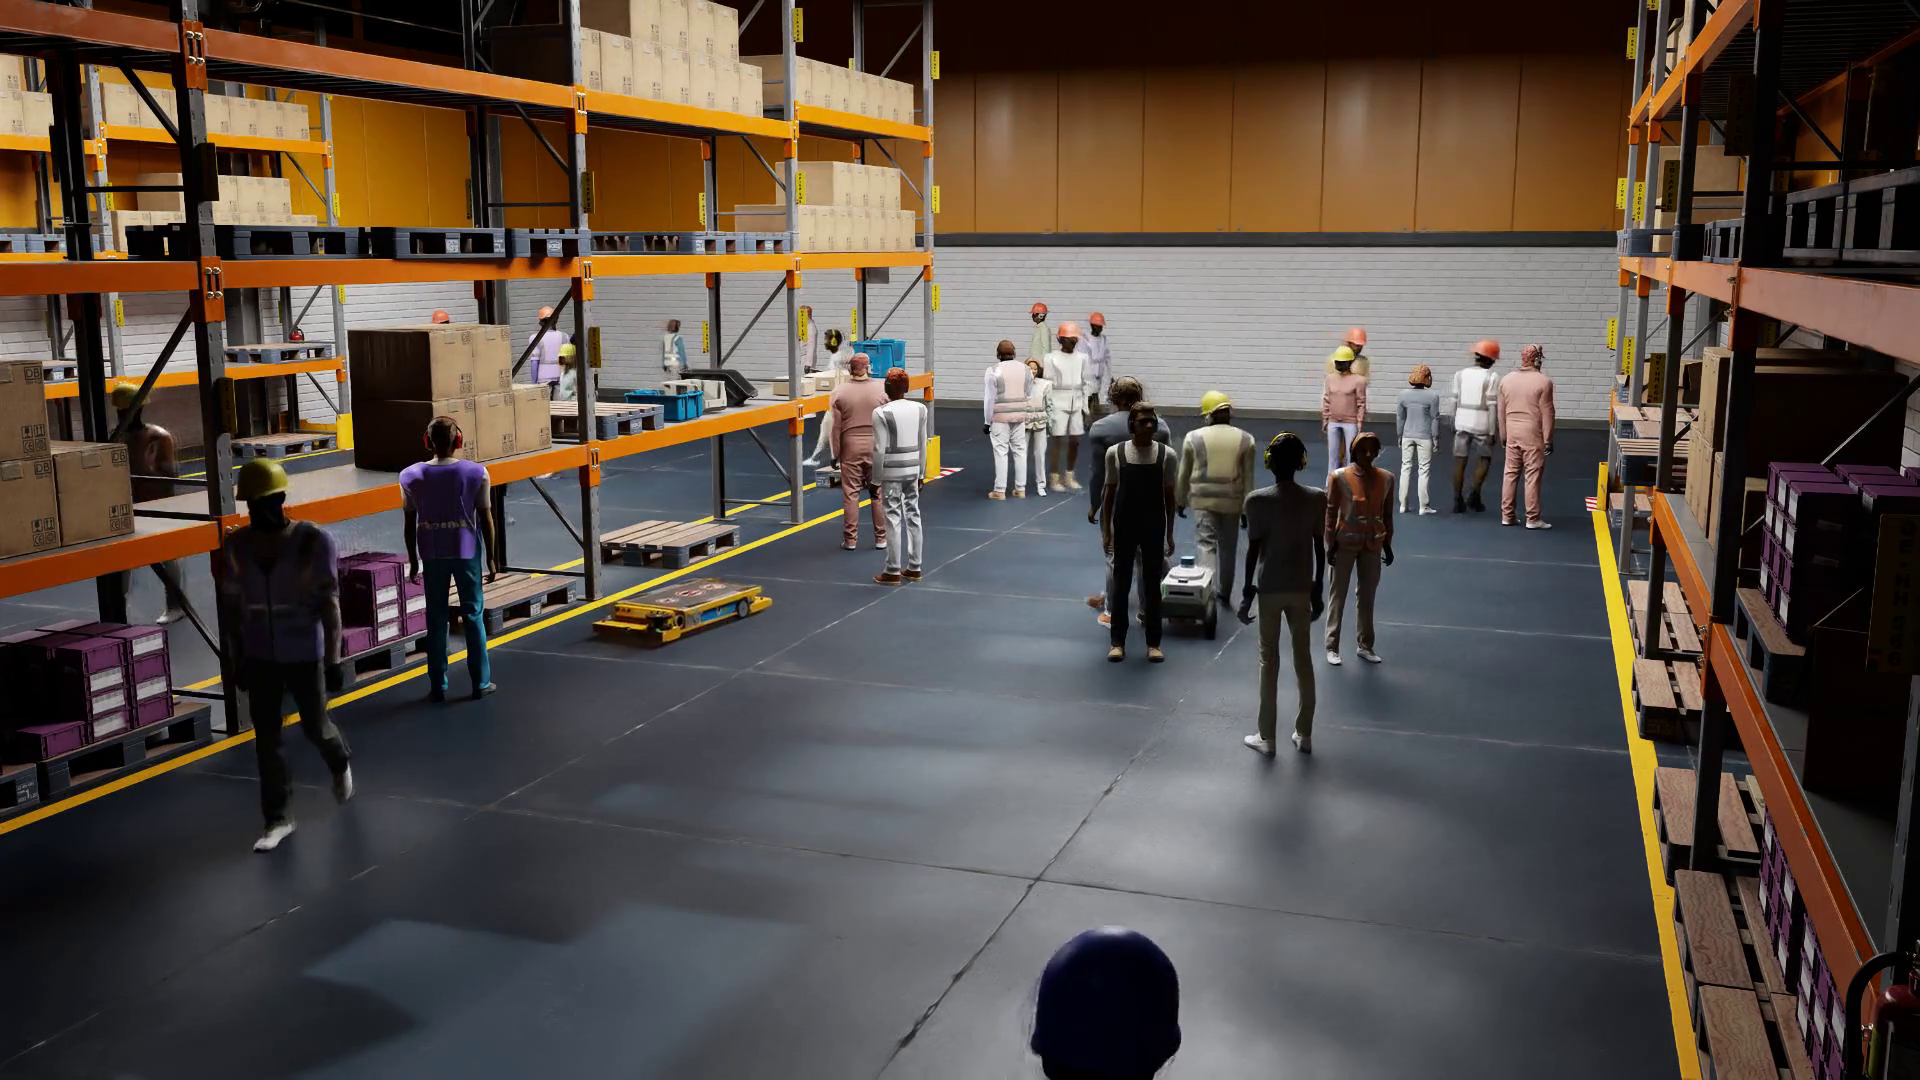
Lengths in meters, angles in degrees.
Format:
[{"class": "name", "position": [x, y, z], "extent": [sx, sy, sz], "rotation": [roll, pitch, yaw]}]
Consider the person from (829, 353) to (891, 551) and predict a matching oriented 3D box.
[{"class": "person", "position": [-0.936, -0.843, 15.965], "extent": [0.639, 1.902, 0.407], "rotation": [-1, 10, -6]}]

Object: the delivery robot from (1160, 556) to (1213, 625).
[{"class": "delivery robot", "position": [1.727, 0.368, 12.667], "extent": [0.477, 0.478, 0.707], "rotation": [3, 10, 14]}]

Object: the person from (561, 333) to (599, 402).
[{"class": "person", "position": [-5.419, -2.128, 23.761], "extent": [0.535, 1.699, 0.321], "rotation": [-2, 10, -9]}]

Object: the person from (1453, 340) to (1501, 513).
[{"class": "person", "position": [5.637, -1.232, 18.159], "extent": [0.553, 1.901, 0.500], "rotation": [8, 13, 39]}]

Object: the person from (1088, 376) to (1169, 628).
[{"class": "person", "position": [1.275, -0.284, 12.713], "extent": [0.627, 1.937, 0.372], "rotation": [-2, 10, -11]}]

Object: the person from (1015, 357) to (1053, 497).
[{"class": "person", "position": [0.830, -1.310, 19.358], "extent": [0.509, 1.629, 0.315], "rotation": [-2, 10, -10]}]

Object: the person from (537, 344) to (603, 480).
[{"class": "person", "position": [-4.875, -1.602, 20.804], "extent": [0.818, 1.700, 0.501], "rotation": [-9, 13, -41]}]

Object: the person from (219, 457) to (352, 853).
[{"class": "person", "position": [-3.321, 0.524, 8.228], "extent": [0.598, 1.908, 0.720], "rotation": [0, 10, 0]}]

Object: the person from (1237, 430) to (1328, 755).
[{"class": "person", "position": [1.854, 0.305, 9.579], "extent": [0.519, 1.874, 0.331], "rotation": [-2, 10, -9]}]

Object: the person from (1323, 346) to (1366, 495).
[{"class": "person", "position": [4.429, -1.357, 19.243], "extent": [0.526, 1.765, 0.329], "rotation": [8, 13, 39]}]

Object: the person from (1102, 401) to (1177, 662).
[{"class": "person", "position": [1.257, -0.057, 11.688], "extent": [0.513, 1.846, 0.340], "rotation": [1, 10, 4]}]

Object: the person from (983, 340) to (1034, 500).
[{"class": "person", "position": [0.536, -1.380, 19.166], "extent": [0.624, 1.840, 0.430], "rotation": [-5, 11, -27]}]

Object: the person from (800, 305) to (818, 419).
[{"class": "person", "position": [-2.609, -3.011, 28.152], "extent": [0.409, 1.907, 0.651], "rotation": [-2, 10, -10]}]

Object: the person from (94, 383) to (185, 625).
[{"class": "person", "position": [-6.237, -0.232, 12.557], "extent": [0.607, 1.879, 0.940], "rotation": [2, 10, 9]}]

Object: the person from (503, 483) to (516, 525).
[{"class": "person", "position": [-4.874, -0.979, 17.294], "extent": [0.555, 1.685, 0.483], "rotation": [9, 13, 41]}]

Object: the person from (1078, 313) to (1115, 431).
[{"class": "person", "position": [2.102, -2.583, 25.852], "extent": [0.561, 1.880, 1.010], "rotation": [-7, 12, -34]}]

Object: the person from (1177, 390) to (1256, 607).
[{"class": "person", "position": [2.037, -0.290, 13.191], "extent": [0.585, 1.783, 0.861], "rotation": [-1, 10, -4]}]

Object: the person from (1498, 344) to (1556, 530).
[{"class": "person", "position": [5.877, -1.065, 17.195], "extent": [0.404, 1.911, 0.636], "rotation": [-7, 12, -34]}]

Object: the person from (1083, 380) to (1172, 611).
[{"class": "person", "position": [1.445, -0.376, 13.490], "extent": [1.034, 1.875, 0.633], "rotation": [-8, 13, -37]}]

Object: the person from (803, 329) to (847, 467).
[{"class": "person", "position": [-1.661, -1.872, 21.989], "extent": [0.951, 1.824, 0.521], "rotation": [-1, 10, -4]}]

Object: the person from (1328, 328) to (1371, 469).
[{"class": "person", "position": [4.820, -1.652, 20.499], "extent": [0.570, 1.902, 0.716], "rotation": [-3, 11, -17]}]

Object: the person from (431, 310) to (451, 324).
[{"class": "person", "position": [-7.909, -2.559, 25.525], "extent": [0.544, 1.937, 0.358], "rotation": [9, 14, 42]}]

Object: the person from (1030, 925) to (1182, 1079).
[{"class": "person", "position": [0.141, 1.548, 2.435], "extent": [0.621, 1.923, 0.701], "rotation": [3, 10, 15]}]

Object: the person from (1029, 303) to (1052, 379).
[{"class": "person", "position": [1.295, -2.840, 26.943], "extent": [0.376, 1.995, 0.609], "rotation": [-1, 10, -8]}]

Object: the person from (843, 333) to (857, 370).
[{"class": "person", "position": [-1.474, -2.128, 23.700], "extent": [0.533, 1.728, 0.877], "rotation": [1, 10, 5]}]

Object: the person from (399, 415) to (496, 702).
[{"class": "person", "position": [-3.266, 0.125, 10.657], "extent": [0.565, 1.848, 0.390], "rotation": [-2, 10, -10]}]

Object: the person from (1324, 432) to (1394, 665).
[{"class": "person", "position": [2.785, 0.056, 11.629], "extent": [0.512, 1.642, 0.312], "rotation": [-2, 10, -11]}]

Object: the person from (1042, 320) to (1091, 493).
[{"class": "person", "position": [1.274, -1.583, 19.732], "extent": [0.616, 2.041, 0.389], "rotation": [-5, 11, -25]}]

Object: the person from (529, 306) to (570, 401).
[{"class": "person", "position": [-5.909, -2.333, 23.952], "extent": [0.614, 2.043, 0.374], "rotation": [-8, 13, -38]}]

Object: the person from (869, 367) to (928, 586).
[{"class": "person", "position": [-0.535, -0.546, 14.345], "extent": [0.573, 1.883, 0.356], "rotation": [-9, 13, -40]}]

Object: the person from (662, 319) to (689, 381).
[{"class": "person", "position": [-4.989, -3.076, 29.317], "extent": [0.521, 1.623, 0.519], "rotation": [-8, 13, -37]}]

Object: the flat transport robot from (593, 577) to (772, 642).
[{"class": "flat transport robot", "position": [-2.125, 0.520, 12.874], "extent": [0.652, 0.197, 1.431], "rotation": [5, 11, 27]}]

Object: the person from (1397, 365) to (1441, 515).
[{"class": "person", "position": [4.989, -1.089, 18.103], "extent": [0.497, 1.633, 0.284], "rotation": [9, 13, 41]}]

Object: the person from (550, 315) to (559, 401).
[{"class": "person", "position": [-6.126, -2.501, 25.114], "extent": [0.368, 1.966, 0.600], "rotation": [-5, 11, -26]}]
